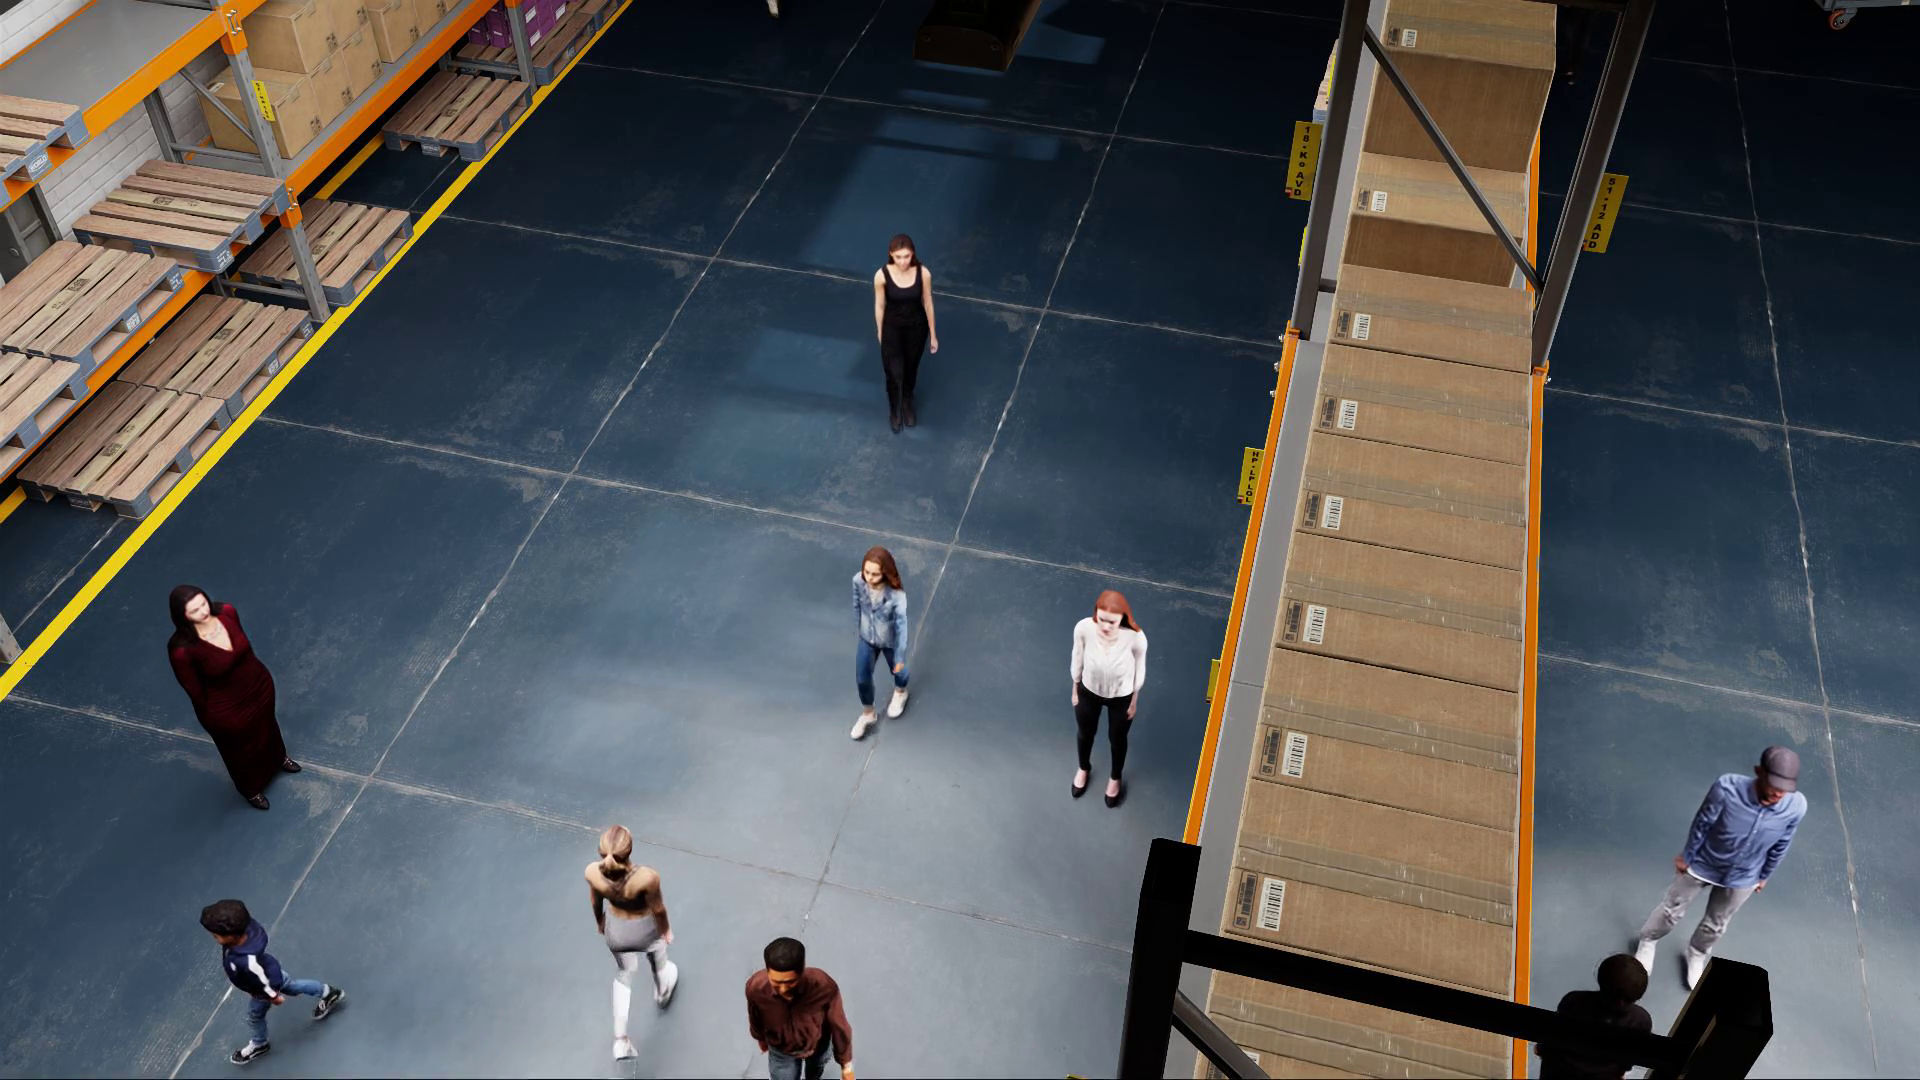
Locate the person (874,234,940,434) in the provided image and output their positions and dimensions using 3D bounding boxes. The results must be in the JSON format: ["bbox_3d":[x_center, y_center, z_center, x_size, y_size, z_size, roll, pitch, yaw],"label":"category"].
[{"bbox_3d":[-0.421,-1.618,12.564,0.708,1.679,0.739,-8,44,-8],"label":"person"}]

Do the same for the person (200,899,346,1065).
[{"bbox_3d":[-3.658,2.278,8.825,0.922,1.196,0.846,-25,49,-24],"label":"person"}]

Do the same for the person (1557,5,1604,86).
[{"bbox_3d":[6.210,-5.297,16.369,0.719,1.758,0.662,6,44,6],"label":"person"}]

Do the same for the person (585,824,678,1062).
[{"bbox_3d":[-1.715,2.099,8.658,0.647,1.686,0.997,5,44,5],"label":"person"}]

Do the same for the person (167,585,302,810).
[{"bbox_3d":[-4.334,0.902,9.862,0.739,1.758,0.558,15,46,15],"label":"person"}]

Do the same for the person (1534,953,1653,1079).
[{"bbox_3d":[3.066,2.563,8.182,0.604,1.671,0.513,11,45,11],"label":"person"}]

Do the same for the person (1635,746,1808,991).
[{"bbox_3d":[4.085,1.728,8.902,0.657,1.886,0.582,13,45,14],"label":"person"}]

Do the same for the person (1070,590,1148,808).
[{"bbox_3d":[0.866,0.925,9.838,0.580,1.758,0.478,10,45,11],"label":"person"}]

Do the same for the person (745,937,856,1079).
[{"bbox_3d":[-0.784,2.424,8.278,0.880,1.739,1.132,-3,44,-3],"label":"person"}]

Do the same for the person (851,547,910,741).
[{"bbox_3d":[-0.441,0.565,10.432,0.652,1.459,0.788,17,46,17],"label":"person"}]
